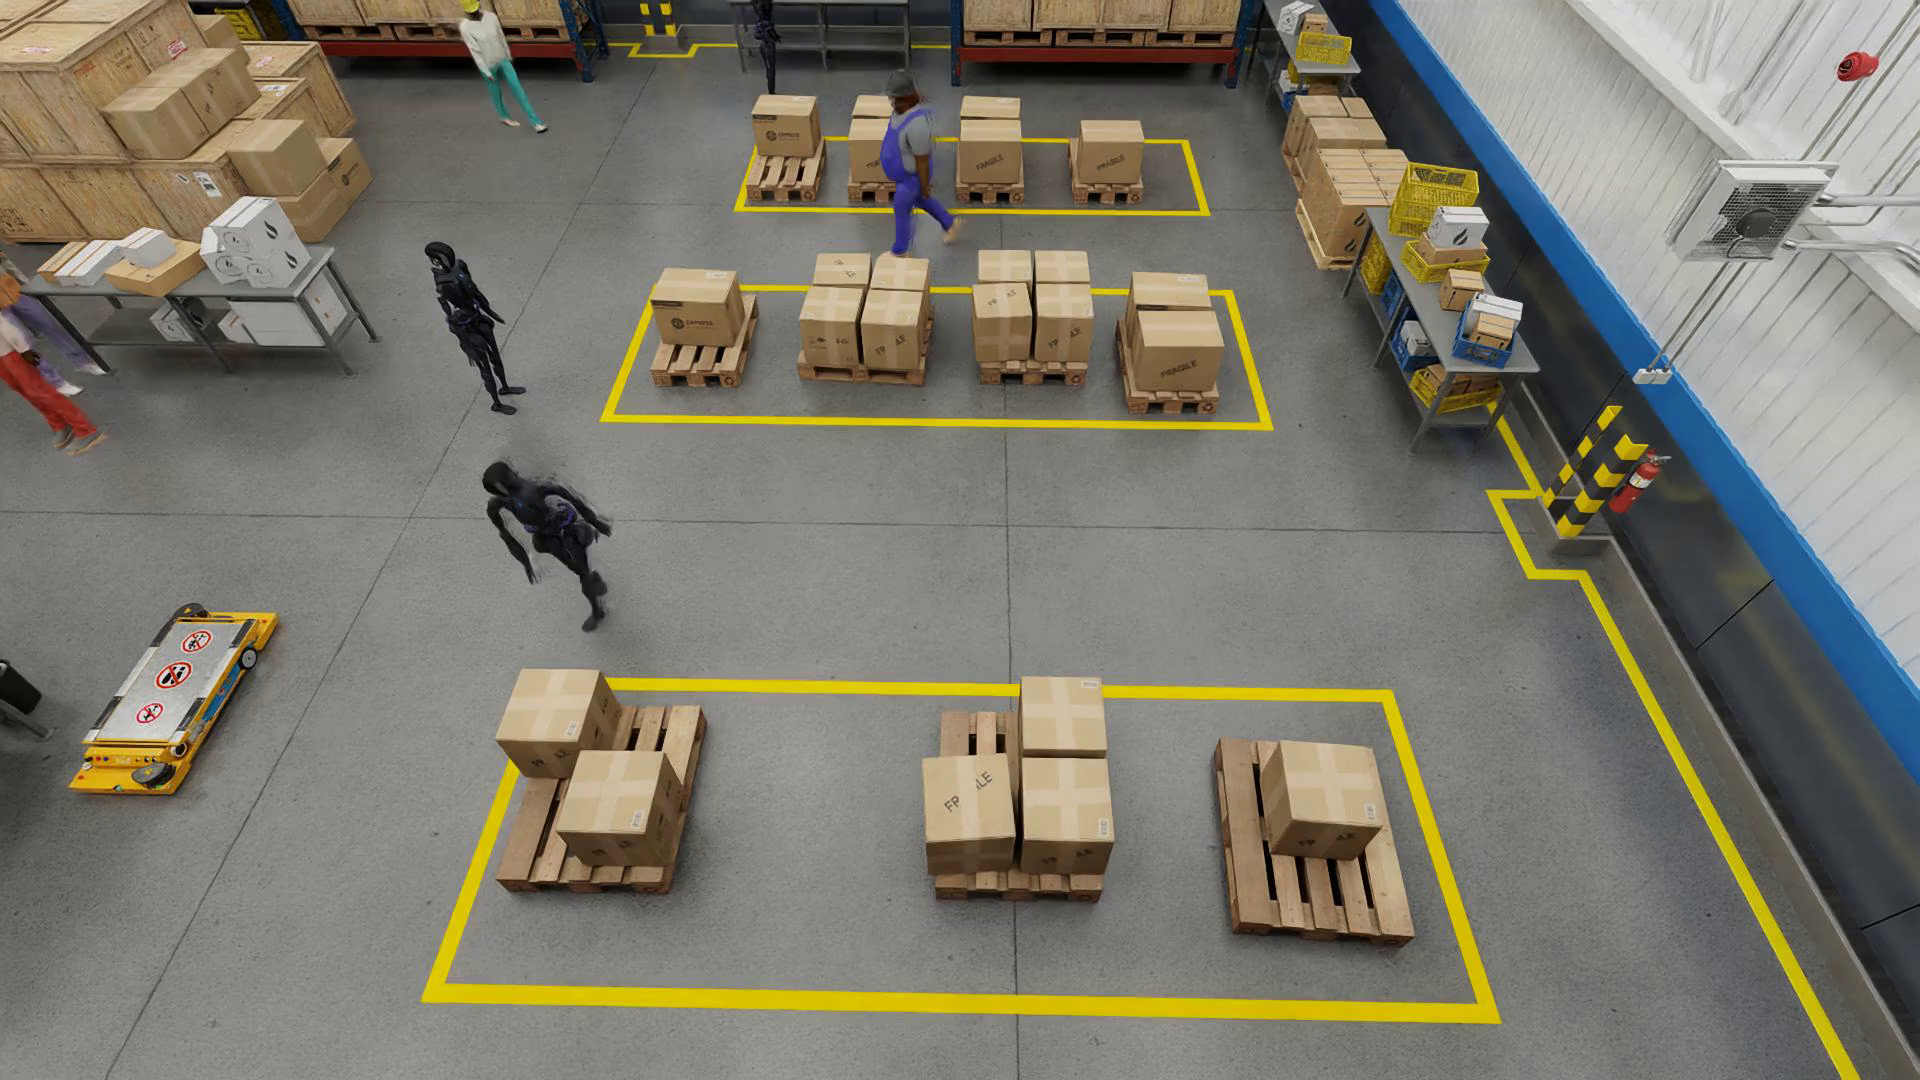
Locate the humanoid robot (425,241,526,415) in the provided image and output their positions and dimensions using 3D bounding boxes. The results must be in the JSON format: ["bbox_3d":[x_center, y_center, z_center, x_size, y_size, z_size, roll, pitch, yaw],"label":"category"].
[{"bbox_3d":[-4.229,-1.856,8.006,0.310,1.656,0.610,0,50,0],"label":"humanoid robot"}]

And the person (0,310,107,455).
[{"bbox_3d":[-8.015,-1.590,7.594,0.618,1.978,0.454,13,51,11],"label":"person"}]

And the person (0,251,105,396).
[{"bbox_3d":[-8.478,-2.139,8.096,0.377,1.924,0.592,9,50,8],"label":"person"}]

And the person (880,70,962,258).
[{"bbox_3d":[-0.423,-3.878,9.489,0.891,2.000,0.677,-7,50,-6],"label":"person"}]

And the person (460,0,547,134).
[{"bbox_3d":[-5.757,-5.918,11.420,0.903,1.705,0.540,32,57,24],"label":"person"}]

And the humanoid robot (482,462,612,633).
[{"bbox_3d":[-2.837,-0.018,6.481,0.622,1.608,0.667,-5,50,-4],"label":"humanoid robot"}]

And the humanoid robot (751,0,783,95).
[{"bbox_3d":[-2.509,-6.573,11.997,0.310,1.657,0.610,0,50,0],"label":"humanoid robot"}]

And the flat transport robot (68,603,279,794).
[{"bbox_3d":[-5.504,1.072,6.442,0.652,0.197,1.431,1,50,1],"label":"flat transport robot"}]
